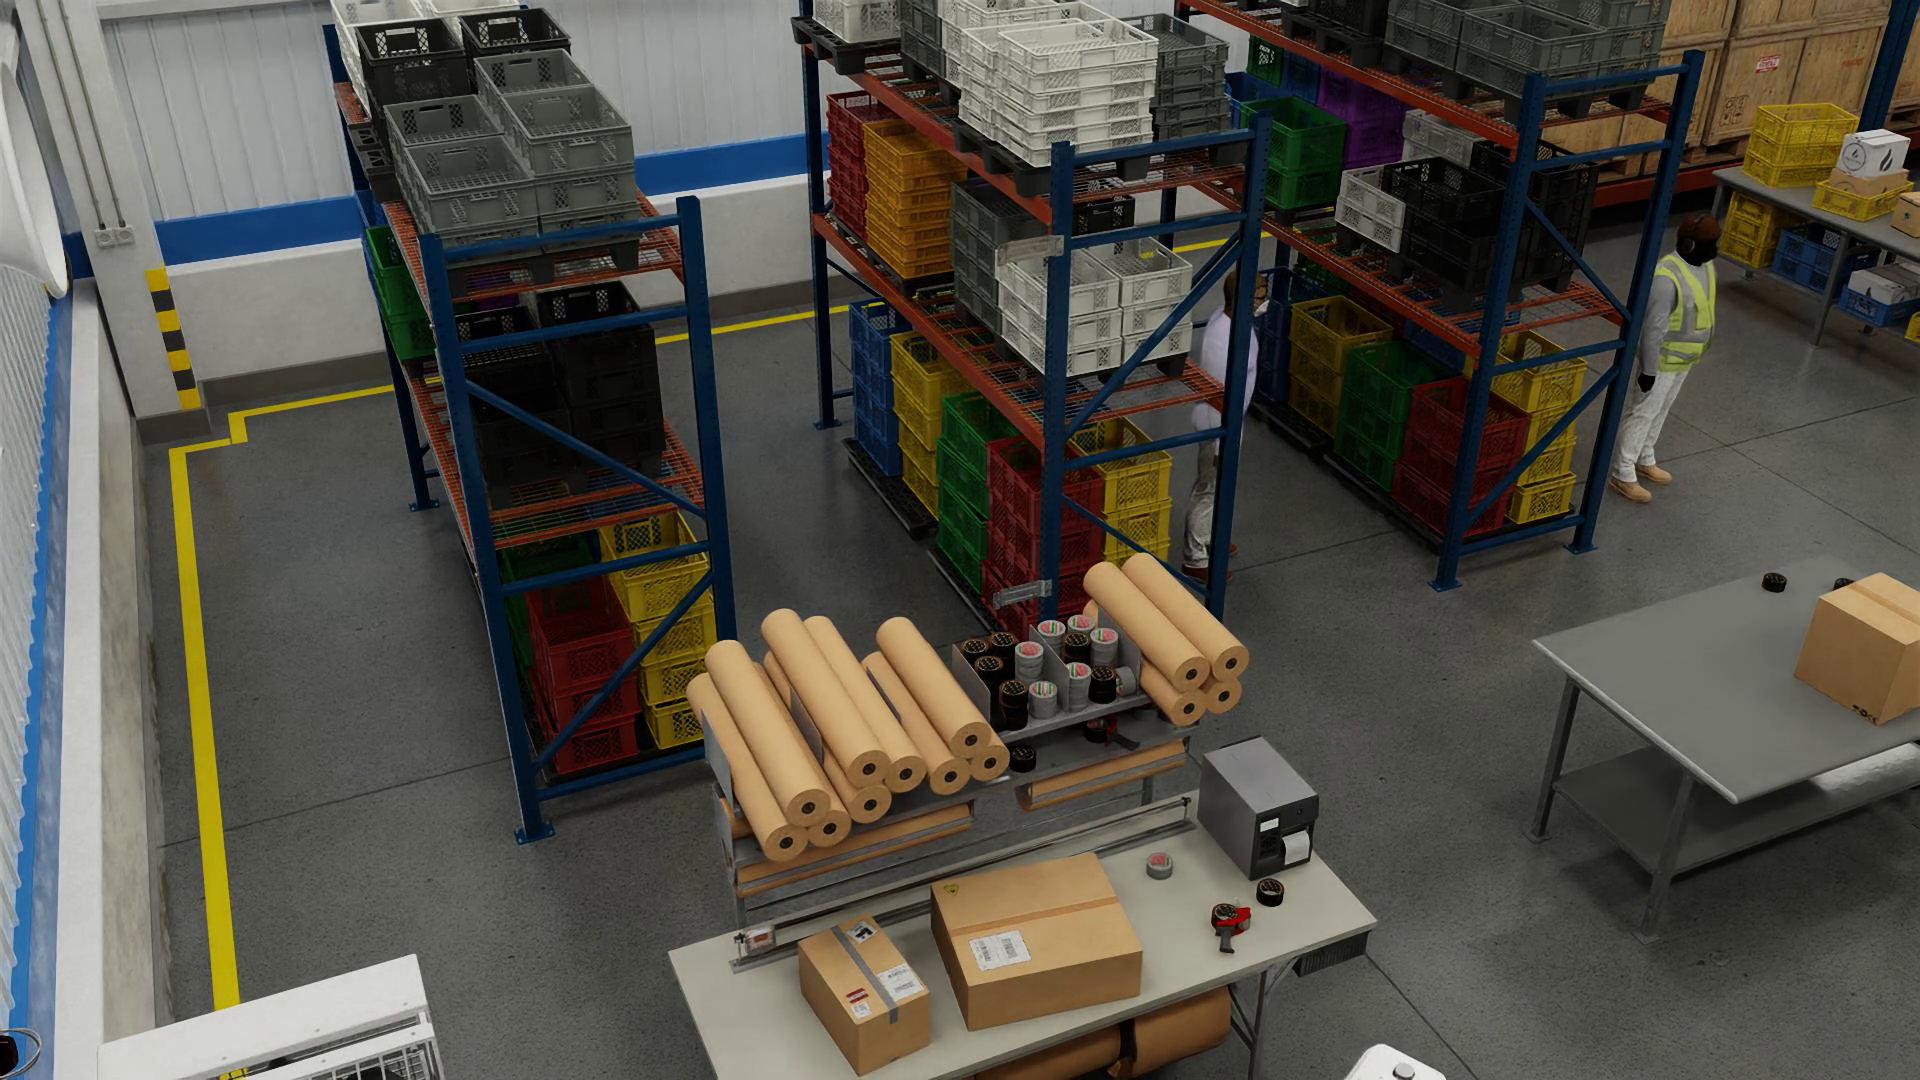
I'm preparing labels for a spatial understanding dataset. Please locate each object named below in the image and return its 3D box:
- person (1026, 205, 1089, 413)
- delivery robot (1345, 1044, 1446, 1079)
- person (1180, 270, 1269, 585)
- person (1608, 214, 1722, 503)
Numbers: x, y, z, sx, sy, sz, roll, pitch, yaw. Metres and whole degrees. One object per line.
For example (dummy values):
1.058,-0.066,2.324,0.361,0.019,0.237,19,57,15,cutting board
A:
0.653,-1.704,11.187,0.575,1.882,0.355,14,34,21,person
1.493,2.173,6.061,0.477,0.478,0.707,22,38,32,delivery robot
1.491,-0.647,9.426,0.364,1.932,0.626,7,32,11,person
4.394,-1.136,10.301,0.429,1.842,0.637,27,40,36,person
